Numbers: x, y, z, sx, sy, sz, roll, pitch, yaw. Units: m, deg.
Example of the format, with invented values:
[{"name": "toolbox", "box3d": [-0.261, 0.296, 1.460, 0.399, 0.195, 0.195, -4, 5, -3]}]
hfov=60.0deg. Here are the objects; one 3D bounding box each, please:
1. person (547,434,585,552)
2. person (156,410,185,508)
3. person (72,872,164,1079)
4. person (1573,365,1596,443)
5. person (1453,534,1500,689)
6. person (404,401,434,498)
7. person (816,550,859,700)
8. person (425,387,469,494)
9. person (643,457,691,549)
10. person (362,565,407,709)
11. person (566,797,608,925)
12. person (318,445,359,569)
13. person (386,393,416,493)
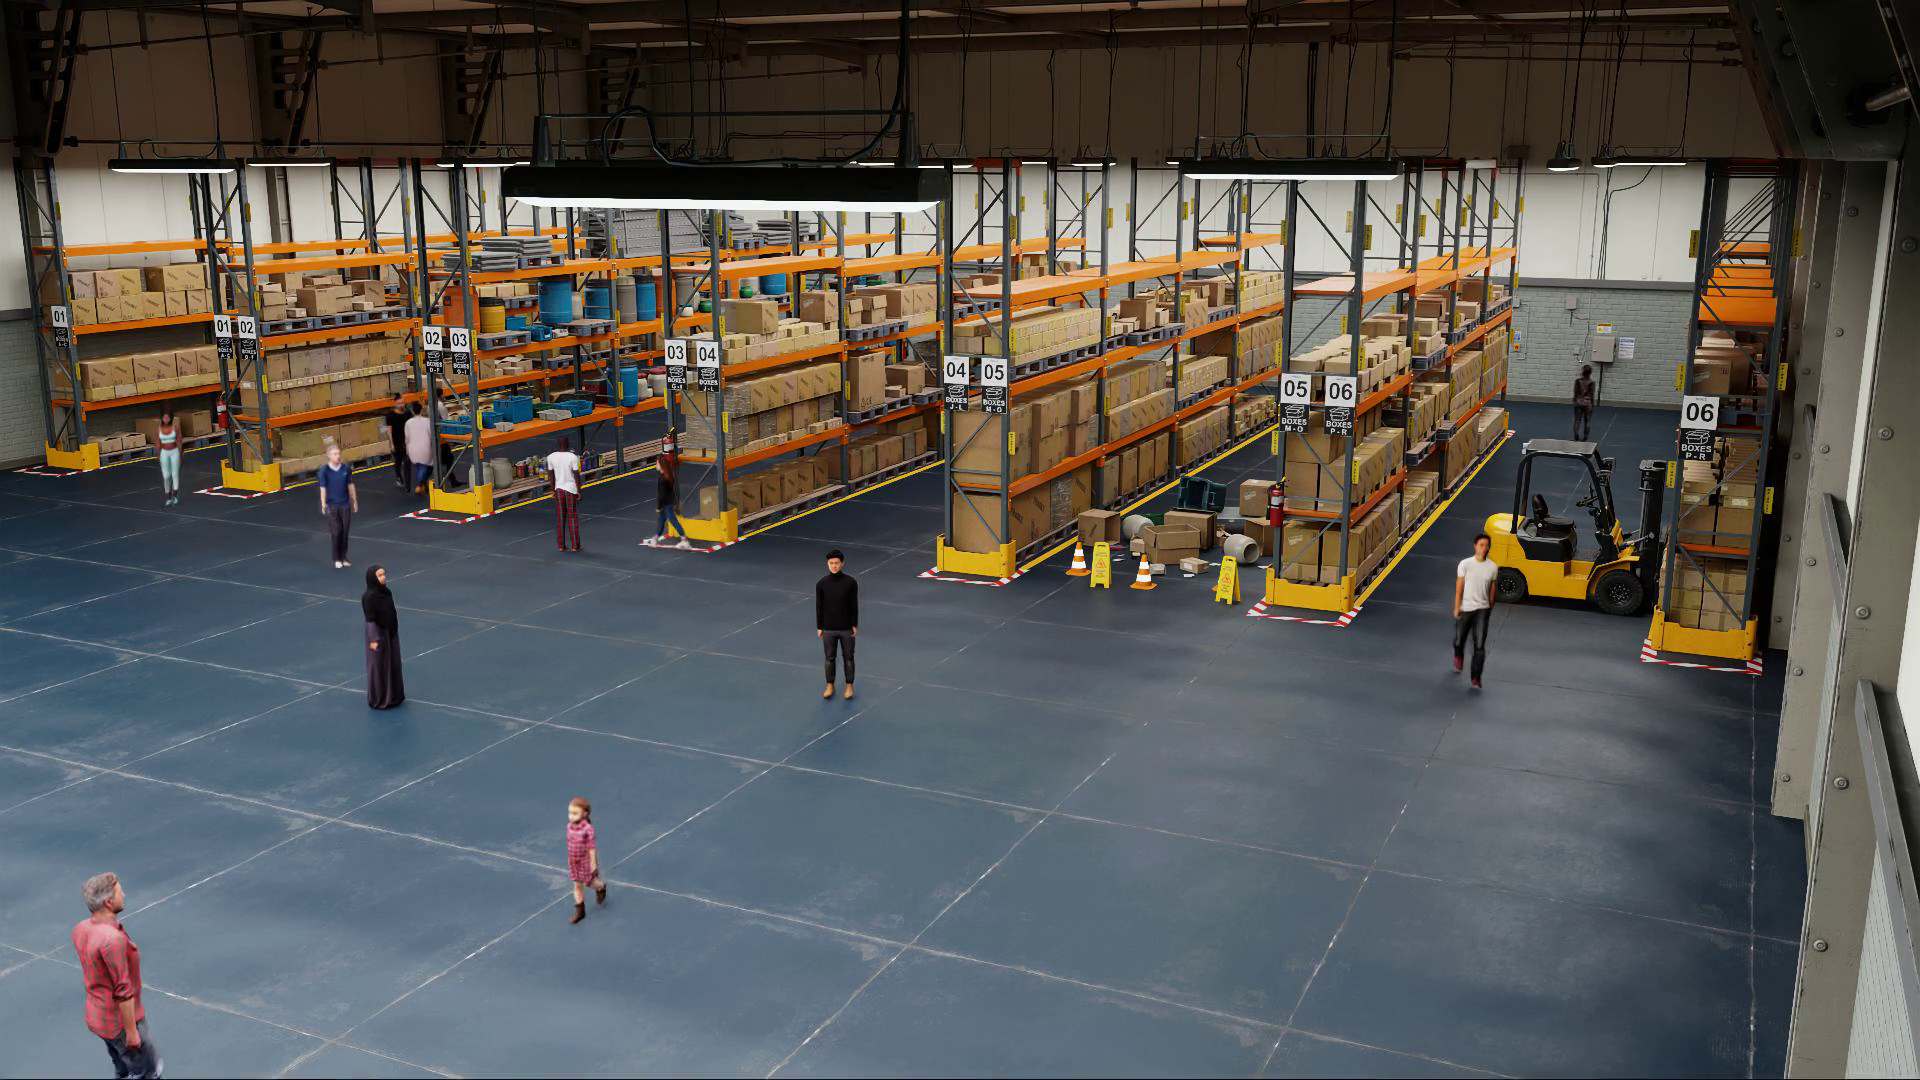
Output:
[{"name": "person", "box3d": [-6.138, -0.743, 25.905, 0.712, 1.836, 0.633, 2, 13, 9]}, {"name": "person", "box3d": [-13.880, -1.440, 29.237, 0.994, 1.689, 1.029, -5, 14, -20]}, {"name": "person", "box3d": [-5.202, 2.929, 10.098, 0.844, 1.813, 0.937, 12, 18, 43]}, {"name": "person", "box3d": [13.170, -2.832, 35.227, 0.592, 1.699, 0.989, 8, 15, 32]}, {"name": "person", "box3d": [5.967, 0.794, 19.402, 0.845, 1.775, 1.179, 2, 13, 8]}, {"name": "person", "box3d": [-9.726, -1.601, 29.890, 0.887, 1.710, 1.185, 2, 13, 8]}, {"name": "person", "box3d": [-1.376, 0.943, 18.879, 0.701, 1.721, 0.664, 1, 13, 4]}, {"name": "person", "box3d": [-9.581, -1.829, 30.446, 1.312, 1.902, 1.130, -8, 15, -32]}, {"name": "person", "box3d": [-4.492, -0.548, 25.941, 0.893, 1.438, 1.006, 0, 13, 0]}, {"name": "person", "box3d": [-6.474, 1.064, 18.593, 0.681, 1.614, 0.546, 5, 14, 19]}, {"name": "person", "box3d": [-3.034, 2.563, 13.455, 0.428, 1.012, 0.659, 6, 14, 23]}, {"name": "person", "box3d": [-9.327, -0.505, 24.830, 0.758, 1.856, 0.854, -11, 17, -40]}, {"name": "person", "box3d": [-10.246, -1.792, 30.490, 1.224, 1.810, 1.209, -8, 15, -30]}]
